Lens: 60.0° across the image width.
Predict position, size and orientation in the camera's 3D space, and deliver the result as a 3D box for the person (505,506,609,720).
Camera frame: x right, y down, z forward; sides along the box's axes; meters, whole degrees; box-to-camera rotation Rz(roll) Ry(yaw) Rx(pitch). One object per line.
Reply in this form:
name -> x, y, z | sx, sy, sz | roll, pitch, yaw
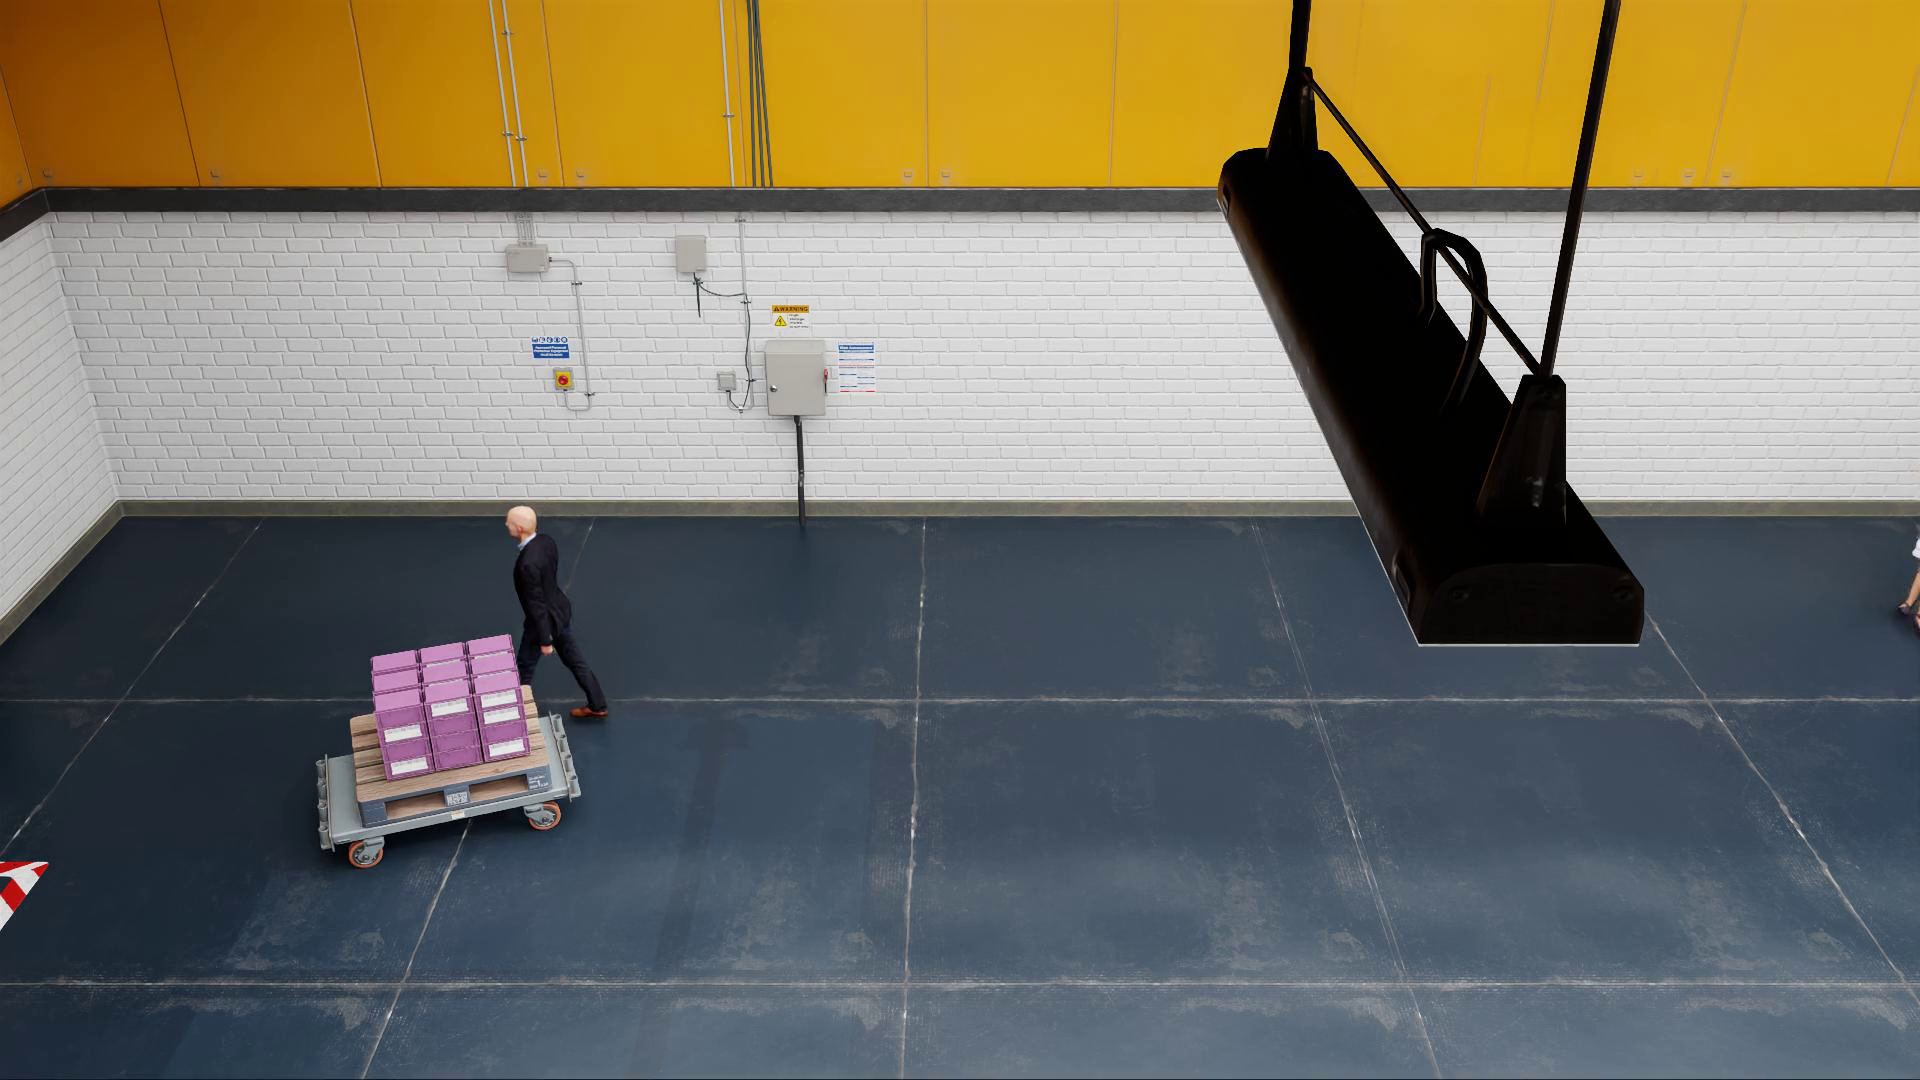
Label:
person -> -2.864, 0.585, 11.835 | 0.873, 1.753, 1.136 | 3, 29, 5
